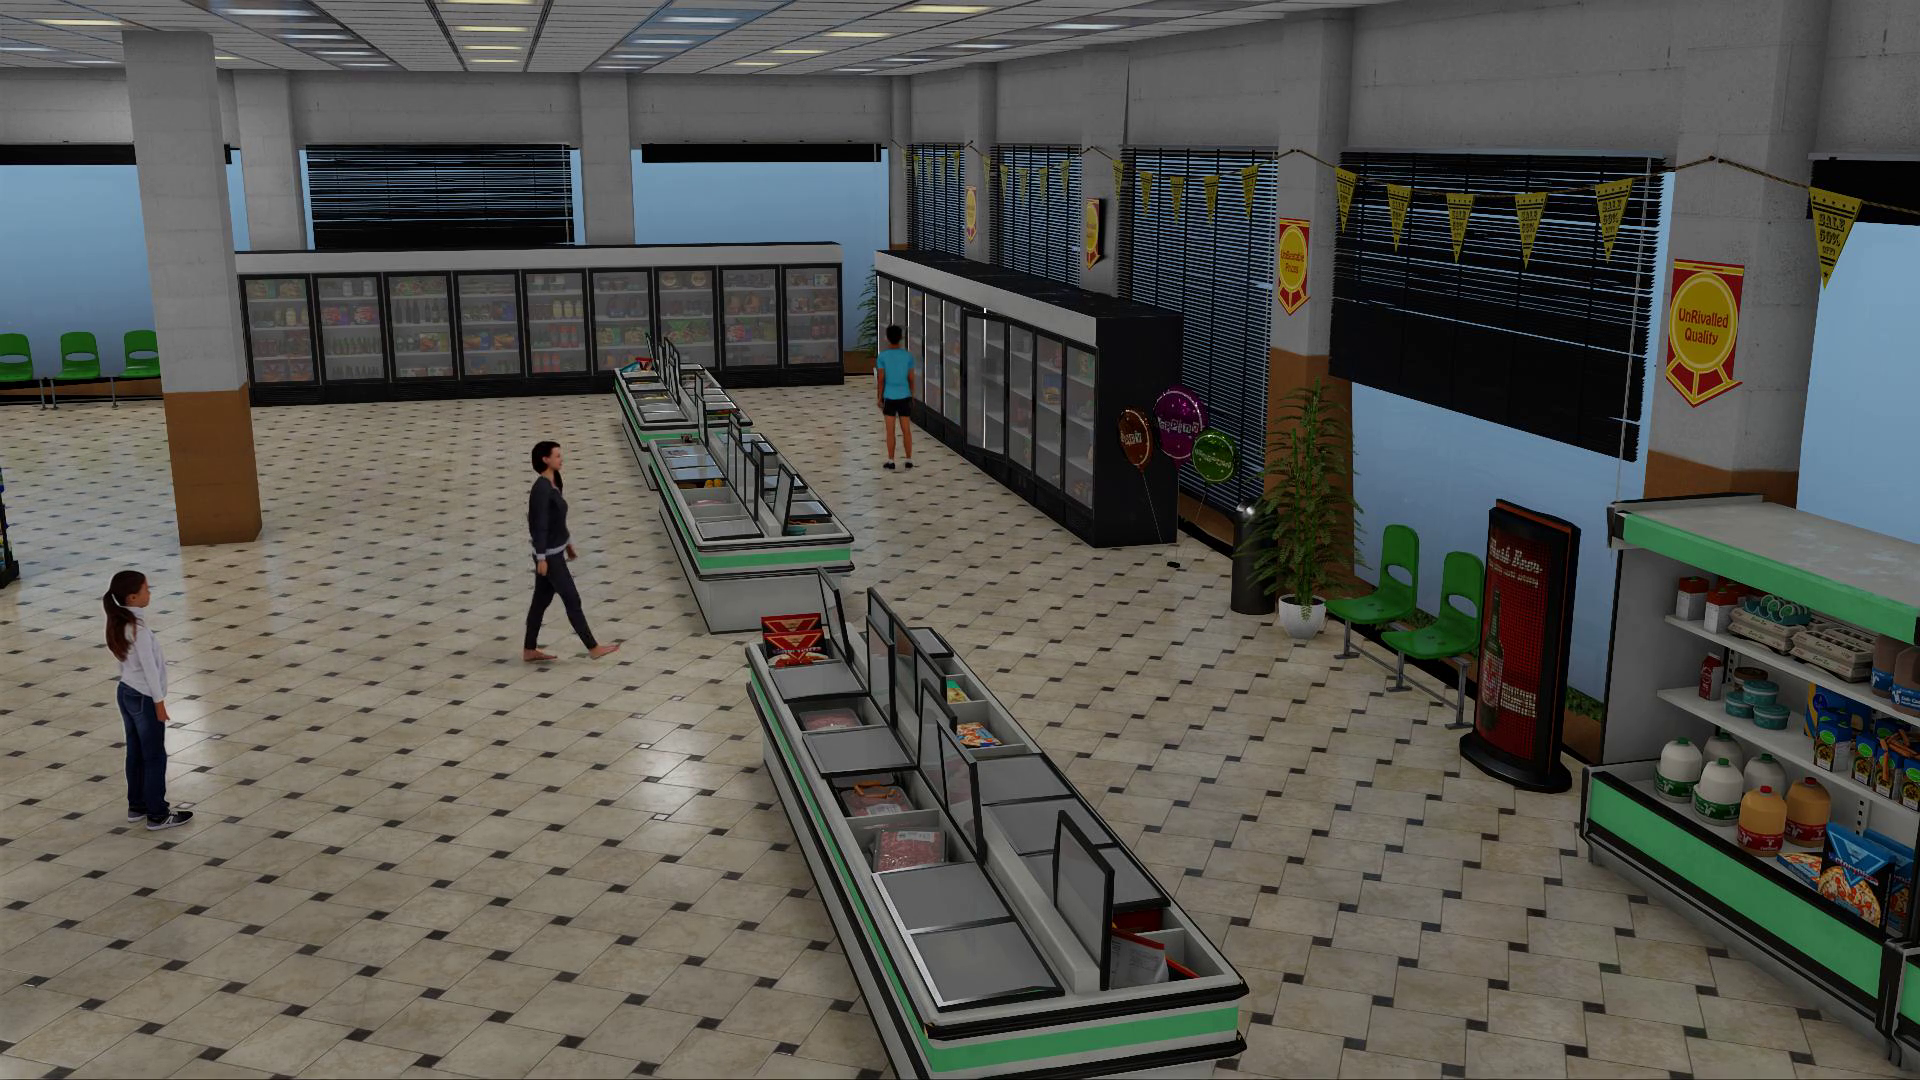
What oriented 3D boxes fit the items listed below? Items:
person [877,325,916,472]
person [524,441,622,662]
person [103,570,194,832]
[{"bbox_3d":[-0.773,-1.738,20.389,0.618,1.774,0.497,-3,14,-13],"label":"person"},{"bbox_3d":[-3.245,0.131,12.807,0.740,1.717,0.929,-2,14,-10],"label":"person"},{"bbox_3d":[-4.850,0.933,9.838,0.607,1.558,0.685,11,17,37],"label":"person"}]
